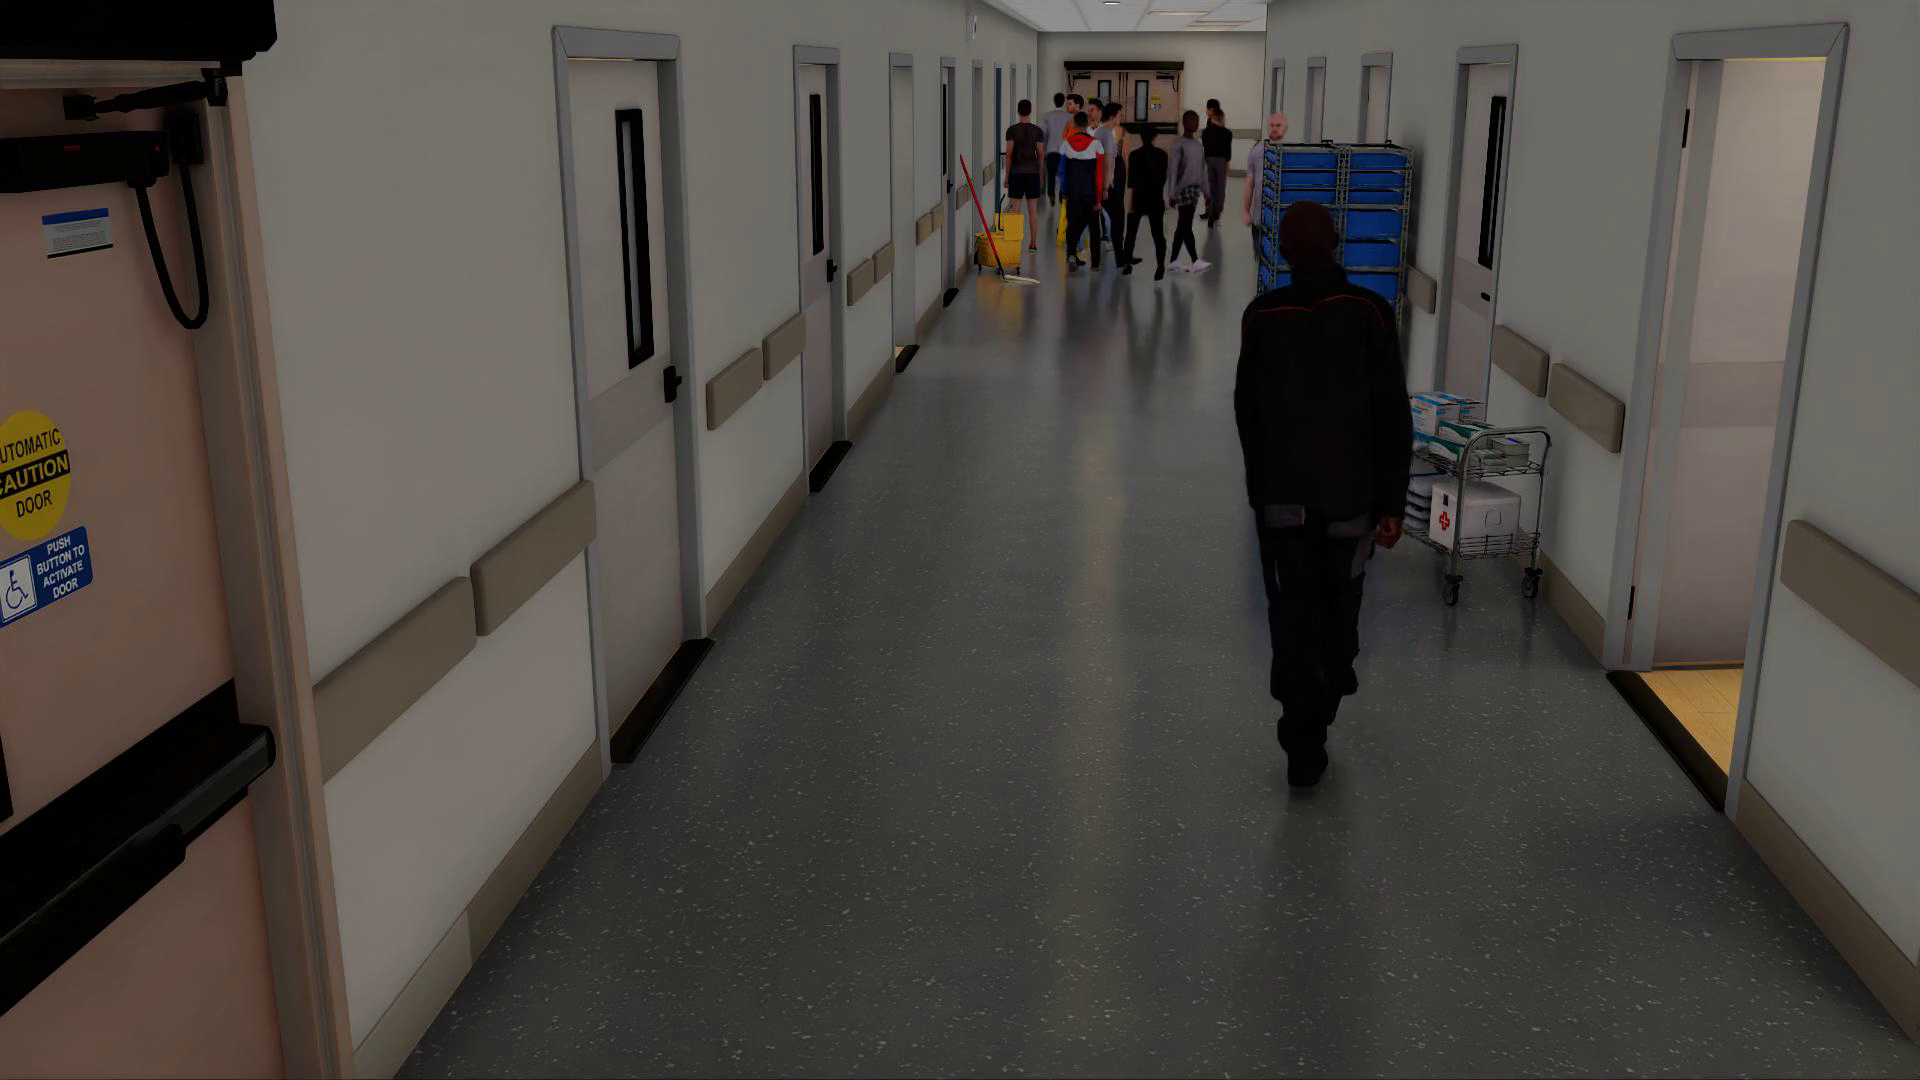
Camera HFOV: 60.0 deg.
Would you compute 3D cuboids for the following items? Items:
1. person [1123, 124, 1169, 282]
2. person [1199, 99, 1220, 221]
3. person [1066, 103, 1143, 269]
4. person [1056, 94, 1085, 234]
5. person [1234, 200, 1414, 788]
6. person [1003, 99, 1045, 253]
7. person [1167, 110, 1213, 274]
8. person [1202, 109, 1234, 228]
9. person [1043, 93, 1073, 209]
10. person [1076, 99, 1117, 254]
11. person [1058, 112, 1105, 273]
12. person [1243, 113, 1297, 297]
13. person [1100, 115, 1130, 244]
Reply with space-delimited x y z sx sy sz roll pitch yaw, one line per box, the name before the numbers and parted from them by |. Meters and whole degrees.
person | 2.003 -3.508 17.509 0.764 1.609 1.115 -3 16 -10
person | 3.837 -5.777 25.250 0.714 1.777 0.465 2 16 8
person | 1.487 -3.929 18.646 0.986 1.803 1.091 -6 17 -21
person | 1.583 -5.143 22.797 0.837 1.888 0.730 -7 17 -22
person | 1.121 -0.118 5.167 0.839 1.783 1.141 6 17 22
person | 0.790 -4.508 20.610 0.720 1.851 0.653 -4 16 -12
person | 2.436 -3.839 18.419 0.992 1.753 1.038 -14 21 -40
person | 3.613 -5.243 23.622 0.590 1.632 1.014 2 16 5
person | 1.585 -6.324 27.127 0.675 1.811 1.166 1 16 5
person | 1.711 -4.401 20.284 1.017 1.824 1.265 10 18 31
person | 1.315 -3.801 18.316 0.655 1.735 0.822 3 16 12
person | 2.882 -2.954 15.205 0.901 1.795 1.313 6 17 20
person | 2.001 -4.823 21.881 0.645 1.768 0.596 -1 16 -4
